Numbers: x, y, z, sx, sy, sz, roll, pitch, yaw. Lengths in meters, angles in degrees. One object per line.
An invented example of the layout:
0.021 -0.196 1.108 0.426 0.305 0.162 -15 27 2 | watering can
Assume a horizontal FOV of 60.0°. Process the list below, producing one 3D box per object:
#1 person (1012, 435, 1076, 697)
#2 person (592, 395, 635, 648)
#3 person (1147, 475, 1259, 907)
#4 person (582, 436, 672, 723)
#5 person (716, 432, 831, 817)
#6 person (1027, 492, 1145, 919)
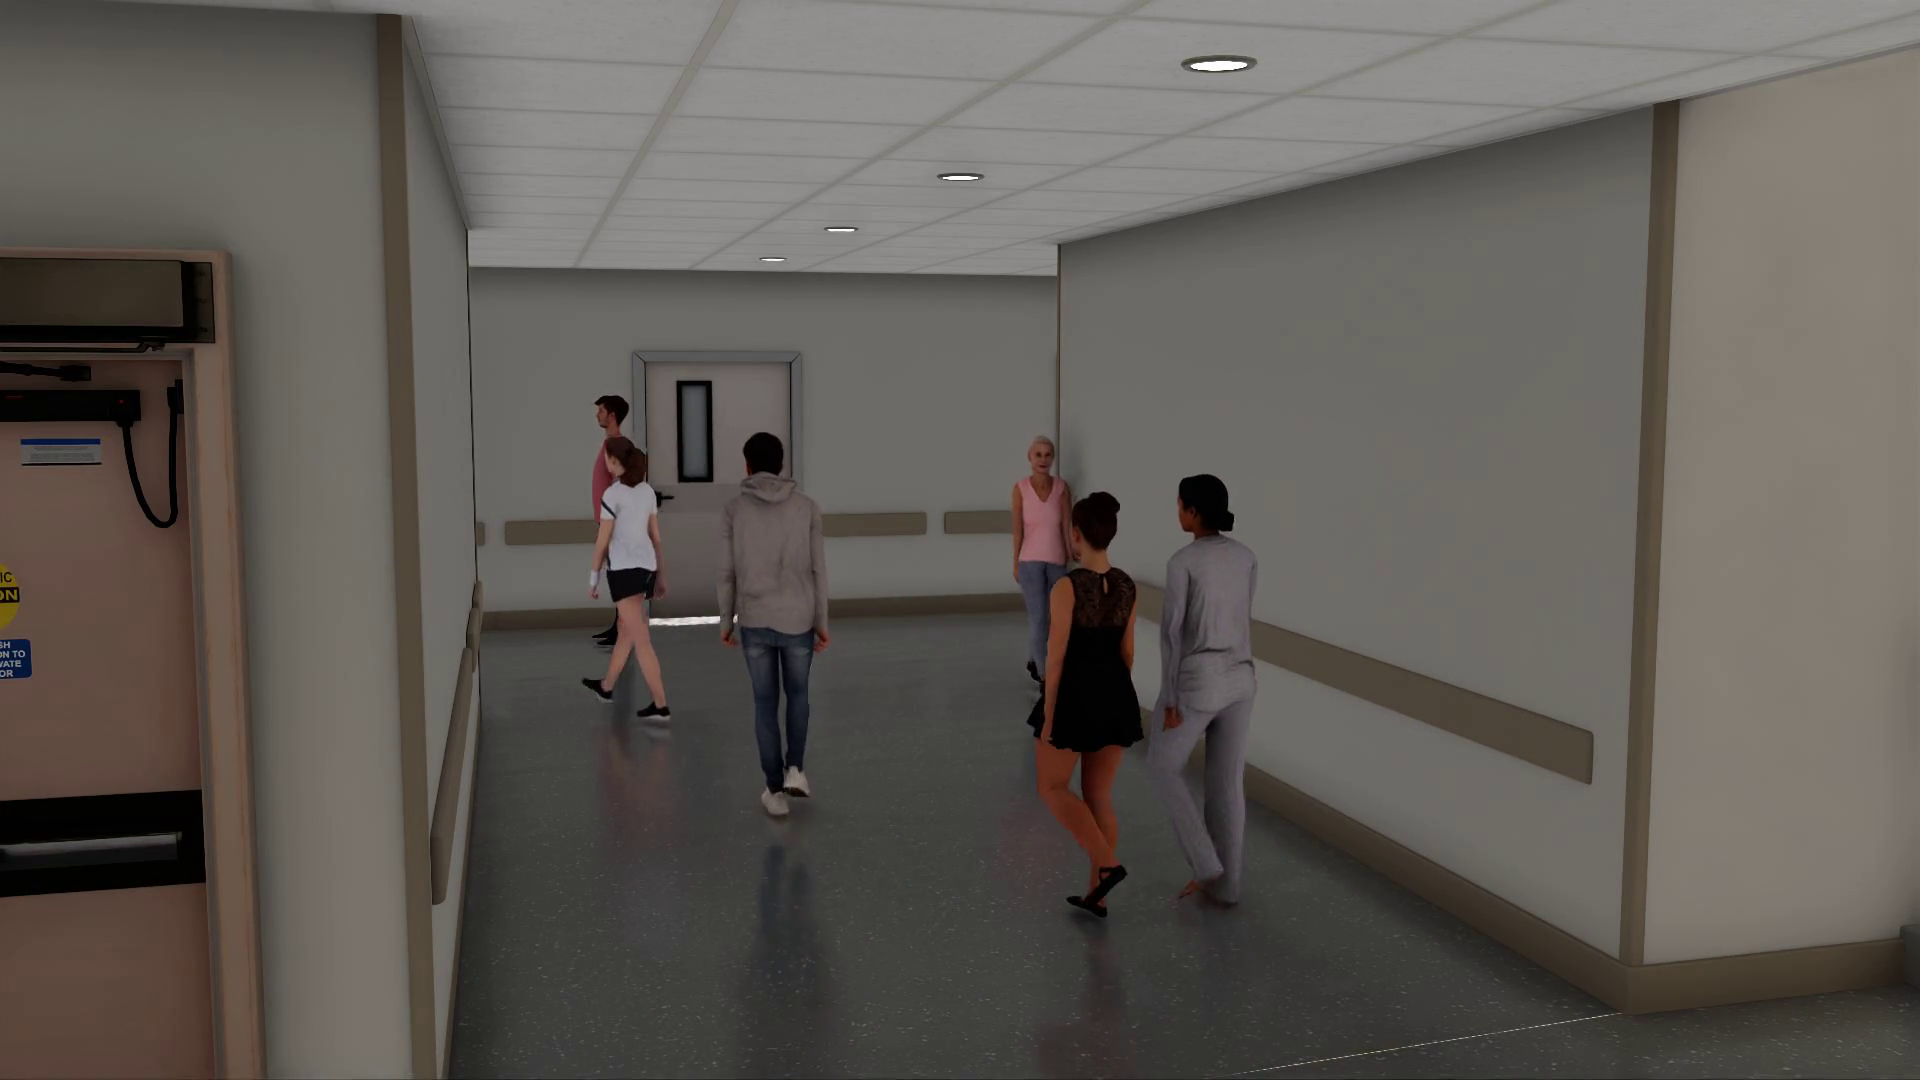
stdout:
0.540 0.181 11.052 1.066 1.683 0.660 -1 6 -11 | person
-2.695 -0.158 13.044 0.544 1.958 0.617 -2 6 -17 | person
1.034 0.612 6.581 0.658 1.722 0.753 -3 6 -23 | person
-1.925 0.265 10.064 1.063 1.713 1.037 4 7 34 | person
-0.873 0.417 7.947 0.547 1.836 0.744 -1 6 -12 | person
0.540 0.663 6.345 0.696 1.666 0.745 -4 7 -33 | person
